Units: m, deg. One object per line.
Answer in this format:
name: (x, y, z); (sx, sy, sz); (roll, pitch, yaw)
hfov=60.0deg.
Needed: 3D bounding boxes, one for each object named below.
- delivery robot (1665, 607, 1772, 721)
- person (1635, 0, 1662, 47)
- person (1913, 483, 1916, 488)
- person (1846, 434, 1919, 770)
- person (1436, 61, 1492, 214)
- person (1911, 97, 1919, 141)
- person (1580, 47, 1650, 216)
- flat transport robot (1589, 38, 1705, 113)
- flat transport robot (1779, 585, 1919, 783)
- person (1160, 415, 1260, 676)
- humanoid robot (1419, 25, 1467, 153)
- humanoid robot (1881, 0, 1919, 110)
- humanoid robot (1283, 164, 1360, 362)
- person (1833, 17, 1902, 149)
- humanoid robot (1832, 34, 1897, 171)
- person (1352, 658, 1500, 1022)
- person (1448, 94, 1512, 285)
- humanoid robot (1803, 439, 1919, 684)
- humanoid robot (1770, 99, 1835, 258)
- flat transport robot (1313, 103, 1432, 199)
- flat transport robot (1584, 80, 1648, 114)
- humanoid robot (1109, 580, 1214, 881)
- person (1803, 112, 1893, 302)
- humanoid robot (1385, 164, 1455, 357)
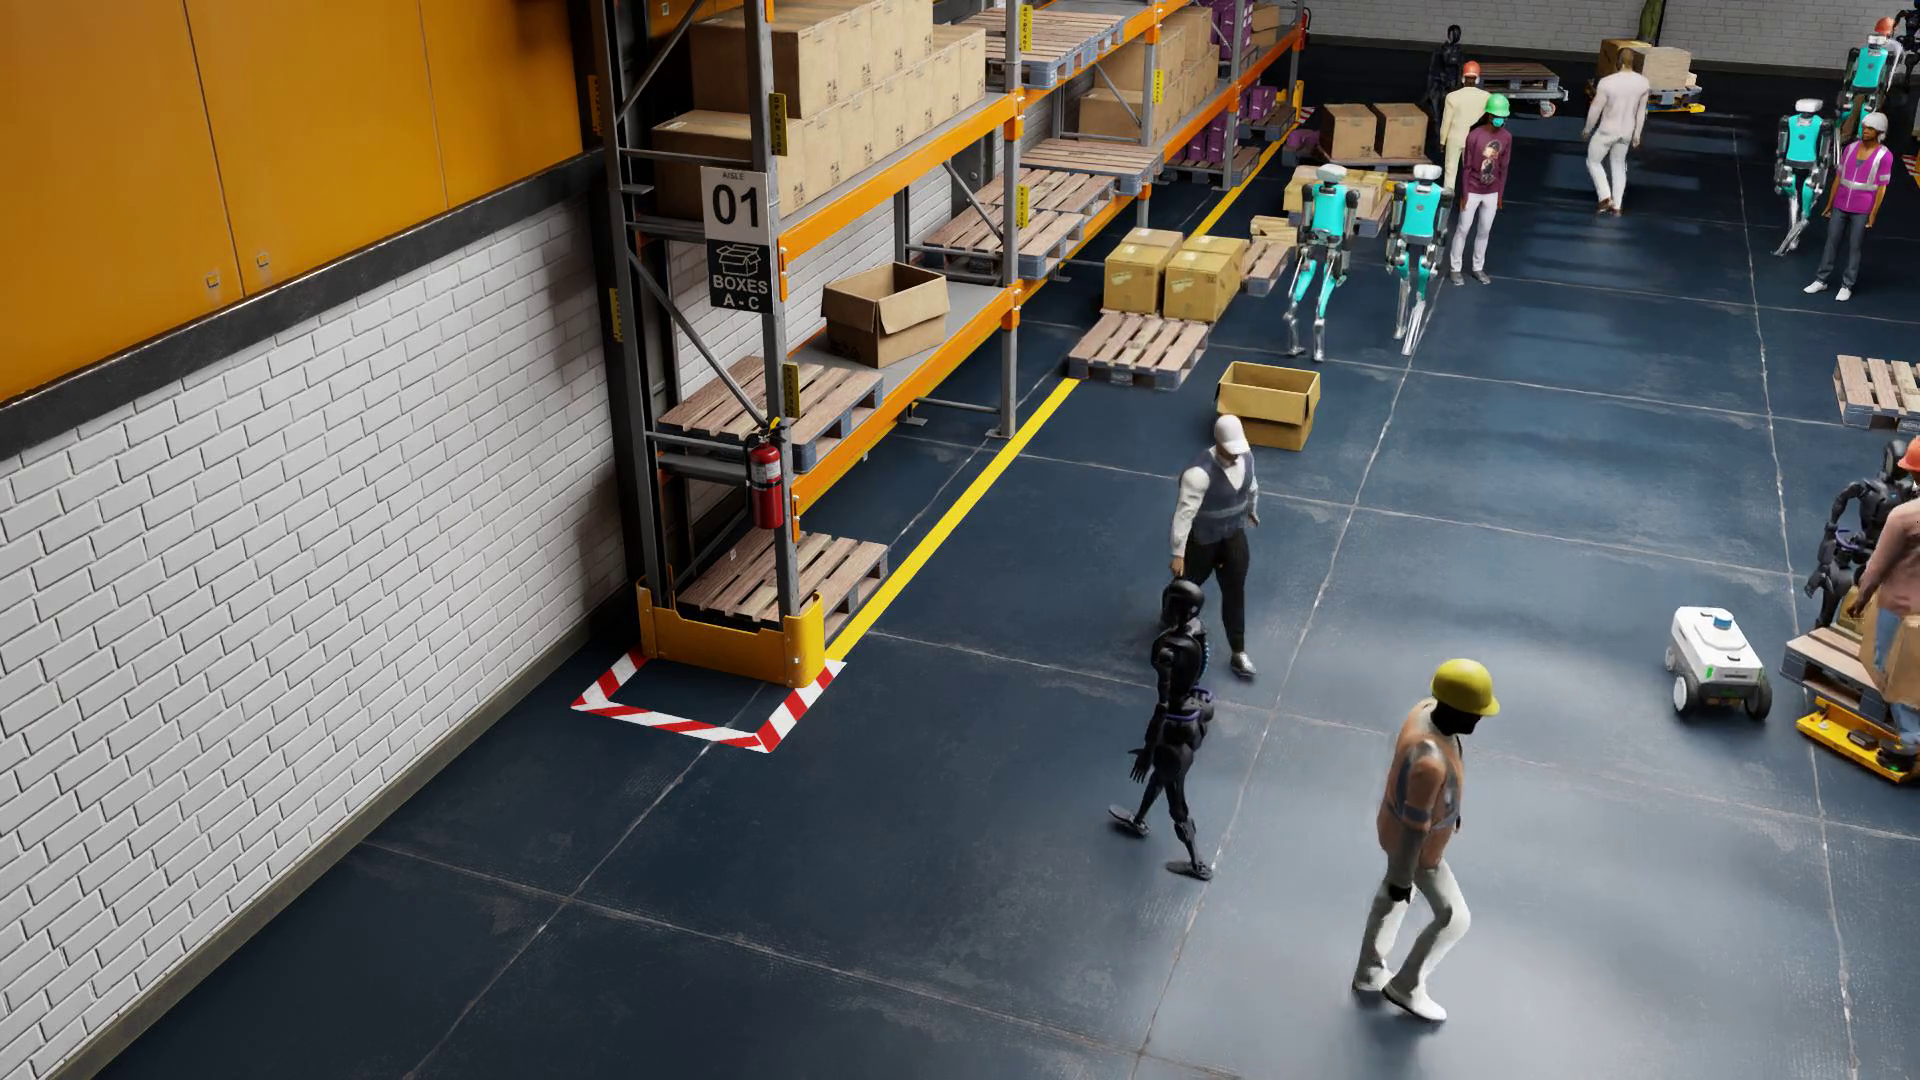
delivery robot: (4.556, 0.724, 10.035); (0.499, 0.595, 0.781); (2, 27, 4)
person: (10.267, -7.540, 24.886); (0.292, 1.632, 0.497); (0, 27, 1)
person: (7.326, -1.040, 12.285); (0.500, 1.626, 0.287); (-22, 34, -36)
person: (5.341, 0.333, 9.287); (0.604, 1.950, 0.866); (-11, 29, -21)
person: (5.742, -4.582, 19.018); (0.572, 1.747, 0.335); (-2, 27, -3)
person: (13.117, -6.276, 22.208); (0.431, 1.844, 0.622); (8, 28, 15)
person: (7.451, -4.626, 18.927); (0.639, 1.915, 0.488); (-6, 28, -12)
flat transport robot: (9.907, -6.303, 23.977); (1.431, 0.231, 0.659); (-4, 28, -8)
flat transport robot: (5.677, 1.003, 9.804); (1.431, 0.231, 0.659); (-15, 31, -27)
person: (1.591, -0.034, 10.264); (0.824, 1.693, 0.913); (-15, 31, -27)
humanoid robot: (6.283, -5.925, 21.776); (0.585, 1.619, 0.796); (-10, 29, -19)
humanoid robot: (13.585, -7.034, 23.864); (0.583, 1.633, 0.581); (20, 33, 34)
humanoid robot: (3.142, -2.416, 14.778); (0.543, 1.746, 0.684); (19, 33, 32)
person: (11.979, -5.997, 21.804); (0.743, 1.713, 0.550); (-18, 32, -30)
humanoid robot: (11.130, -5.358, 20.670); (0.540, 1.898, 0.723); (9, 29, 18)
person: (2.101, 1.327, 7.403); (0.579, 1.901, 0.609); (4, 27, 7)
person: (5.272, -3.529, 16.782); (0.478, 1.939, 0.443); (-3, 27, -6)
humanoid robot: (5.373, 0.156, 9.913); (0.601, 1.646, 0.333); (2, 27, 3)
humanoid robot: (8.916, -3.834, 17.575); (0.559, 1.722, 0.960); (22, 34, 36)
flat transport robot: (5.001, -4.425, 20.334); (0.659, 0.231, 1.431); (-1, 27, -1)
flat transport robot: (9.584, -6.465, 24.291); (0.659, 0.231, 1.431); (5, 28, 9)
humanoid robot: (1.034, 0.940, 8.419); (0.671, 1.637, 0.601); (14, 30, 25)
person: (8.811, -3.290, 16.410); (0.338, 1.847, 0.508); (-20, 34, -34)
humanoid robot: (4.207, -2.621, 15.260); (0.551, 1.777, 0.882); (11, 29, 21)
